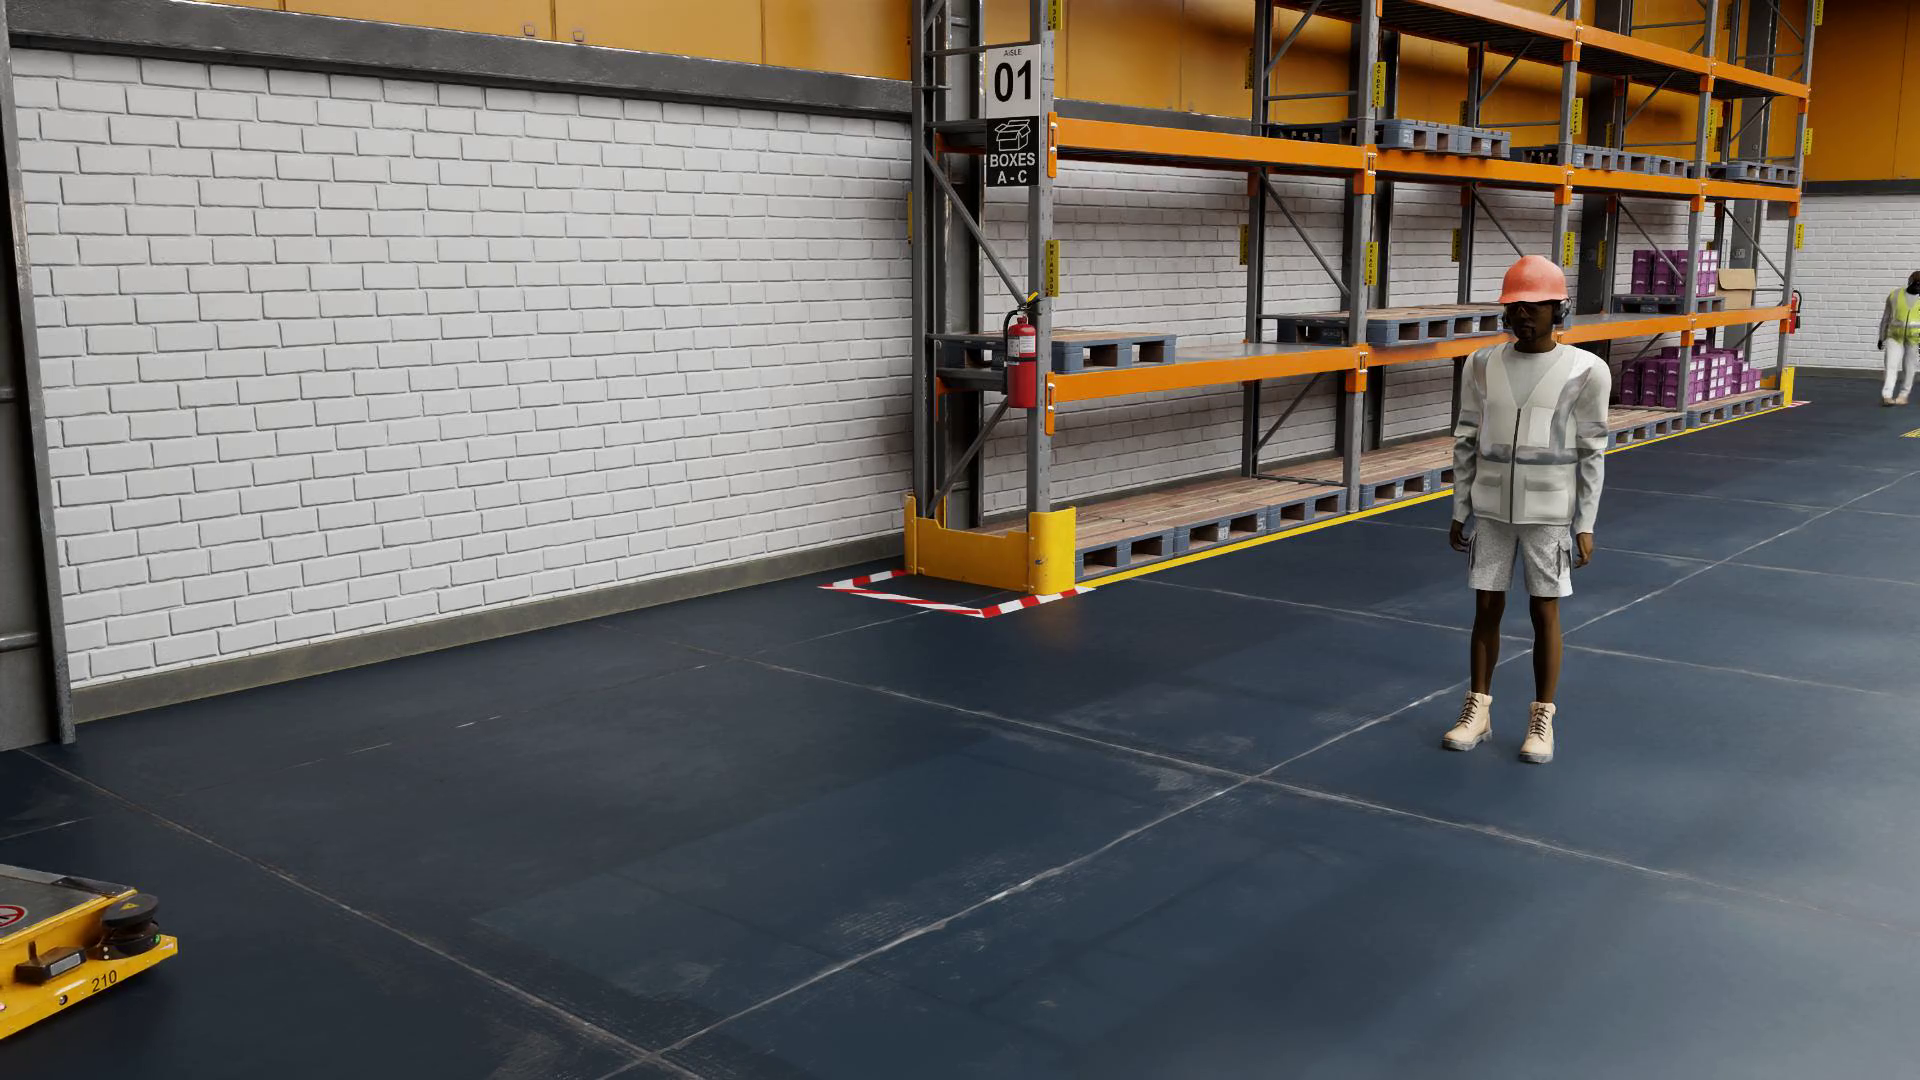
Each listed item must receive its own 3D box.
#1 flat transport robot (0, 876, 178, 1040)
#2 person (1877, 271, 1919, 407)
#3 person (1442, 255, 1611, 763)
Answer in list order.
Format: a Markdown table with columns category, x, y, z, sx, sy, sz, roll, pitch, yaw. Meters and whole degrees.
| category | x | y | z | sx | sy | sz | roll | pitch | yaw |
| --- | --- | --- | --- | --- | --- | --- | --- | --- | --- |
| flat transport robot | -3.038 | 1.119 | 4.745 | 1.431 | 0.197 | 0.652 | 4 | 11 | 21 |
| person | 12.417 | -2.632 | 21.836 | 0.666 | 1.778 | 0.936 | 7 | 12 | 33 |
| person | 2.280 | -0.118 | 6.748 | 0.604 | 2.044 | 0.375 | 7 | 12 | 35 |
